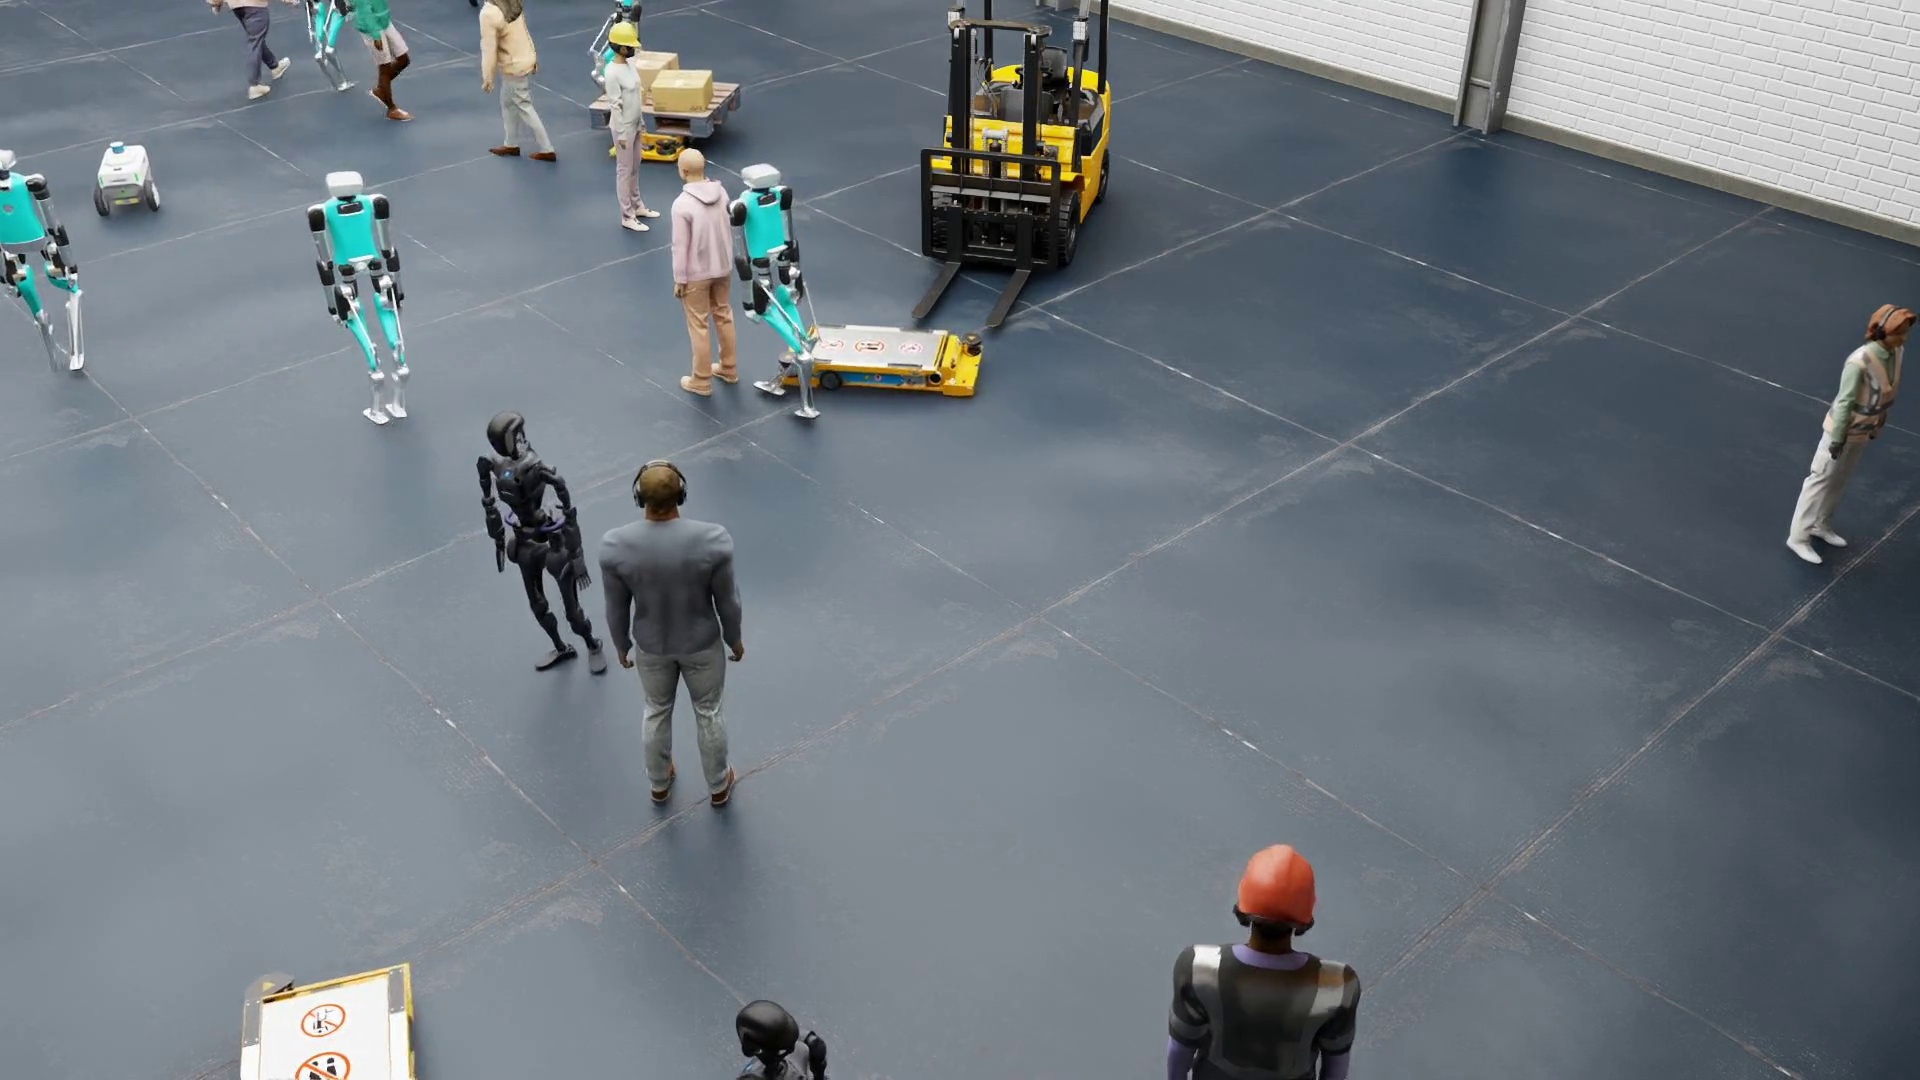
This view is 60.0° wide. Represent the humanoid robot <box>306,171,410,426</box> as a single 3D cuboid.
[{"bbox_3d":[-3.950,-1.565,11.199,0.532,1.762,0.623,-19,38,-27],"label":"humanoid robot"}]

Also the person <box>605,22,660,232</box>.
[{"bbox_3d":[-2.826,-3.543,14.249,0.315,1.764,0.521,5,33,8],"label":"person"}]

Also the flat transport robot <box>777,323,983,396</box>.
[{"bbox_3d":[-0.576,-1.321,12.204,1.431,0.231,0.659,4,33,6],"label":"flat transport robot"}]

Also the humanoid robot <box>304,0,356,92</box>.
[{"bbox_3d":[-6.627,-5.446,17.259,0.552,1.854,0.761,3,33,4],"label":"humanoid robot"}]

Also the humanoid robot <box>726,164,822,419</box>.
[{"bbox_3d":[-1.123,-1.621,11.337,0.933,1.763,0.539,26,41,34],"label":"humanoid robot"}]

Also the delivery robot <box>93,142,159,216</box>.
[{"bbox_3d":[-7.494,-3.271,14.929,0.499,0.585,0.775,-10,34,-15],"label":"delivery robot"}]

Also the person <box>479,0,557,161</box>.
[{"bbox_3d":[-4.244,-4.421,15.529,0.779,1.833,0.583,6,34,10],"label":"person"}]

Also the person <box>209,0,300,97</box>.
[{"bbox_3d":[-7.403,-5.648,17.431,0.803,1.821,0.941,9,34,14],"label":"person"}]

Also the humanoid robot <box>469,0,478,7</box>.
[{"bbox_3d":[-5.786,-7.268,20.061,0.608,1.635,0.541,13,35,19],"label":"humanoid robot"}]

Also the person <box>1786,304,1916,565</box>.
[{"bbox_3d":[5.311,-0.646,9.905,0.513,1.641,0.312,-22,39,-30],"label":"person"}]

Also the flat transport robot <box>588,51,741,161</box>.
[{"bbox_3d":[-2.884,-4.082,16.447,0.659,0.231,1.431,7,34,11],"label":"flat transport robot"}]

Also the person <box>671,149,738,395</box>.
[{"bbox_3d":[-1.779,-1.869,11.666,0.412,1.776,0.536,24,40,32],"label":"person"}]

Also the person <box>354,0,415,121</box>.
[{"bbox_3d":[-5.787,-5.088,16.562,0.457,1.834,0.500,6,34,9],"label":"person"}]

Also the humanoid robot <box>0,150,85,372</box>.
[{"bbox_3d":[-6.569,-1.936,11.913,0.548,1.902,0.725,-9,34,-14],"label":"humanoid robot"}]

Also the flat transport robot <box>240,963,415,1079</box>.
[{"bbox_3d":[-2.528,2.275,6.676,0.659,0.231,1.431,-10,34,-14],"label":"flat transport robot"}]

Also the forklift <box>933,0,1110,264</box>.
[{"bbox_3d":[0.570,-3.725,14.138,1.214,2.155,2.313,9,34,13],"label":"forklift"}]

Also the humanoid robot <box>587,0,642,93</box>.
[{"bbox_3d":[-3.454,-5.016,16.522,0.731,1.774,0.536,-16,36,-23],"label":"humanoid robot"}]

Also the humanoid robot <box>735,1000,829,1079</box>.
[{"bbox_3d":[-0.595,2.164,5.559,0.334,1.648,0.589,16,36,23],"label":"humanoid robot"}]

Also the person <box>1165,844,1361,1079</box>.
[{"bbox_3d":[1.002,1.850,5.709,0.611,2.036,0.398,5,33,8],"label":"person"}]

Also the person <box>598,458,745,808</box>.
[{"bbox_3d":[-1.348,0.470,7.929,0.633,1.931,0.380,-1,33,-2],"label":"person"}]

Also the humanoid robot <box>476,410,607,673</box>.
[{"bbox_3d":[-2.221,0.013,8.860,0.589,1.641,0.385,10,34,15],"label":"humanoid robot"}]
